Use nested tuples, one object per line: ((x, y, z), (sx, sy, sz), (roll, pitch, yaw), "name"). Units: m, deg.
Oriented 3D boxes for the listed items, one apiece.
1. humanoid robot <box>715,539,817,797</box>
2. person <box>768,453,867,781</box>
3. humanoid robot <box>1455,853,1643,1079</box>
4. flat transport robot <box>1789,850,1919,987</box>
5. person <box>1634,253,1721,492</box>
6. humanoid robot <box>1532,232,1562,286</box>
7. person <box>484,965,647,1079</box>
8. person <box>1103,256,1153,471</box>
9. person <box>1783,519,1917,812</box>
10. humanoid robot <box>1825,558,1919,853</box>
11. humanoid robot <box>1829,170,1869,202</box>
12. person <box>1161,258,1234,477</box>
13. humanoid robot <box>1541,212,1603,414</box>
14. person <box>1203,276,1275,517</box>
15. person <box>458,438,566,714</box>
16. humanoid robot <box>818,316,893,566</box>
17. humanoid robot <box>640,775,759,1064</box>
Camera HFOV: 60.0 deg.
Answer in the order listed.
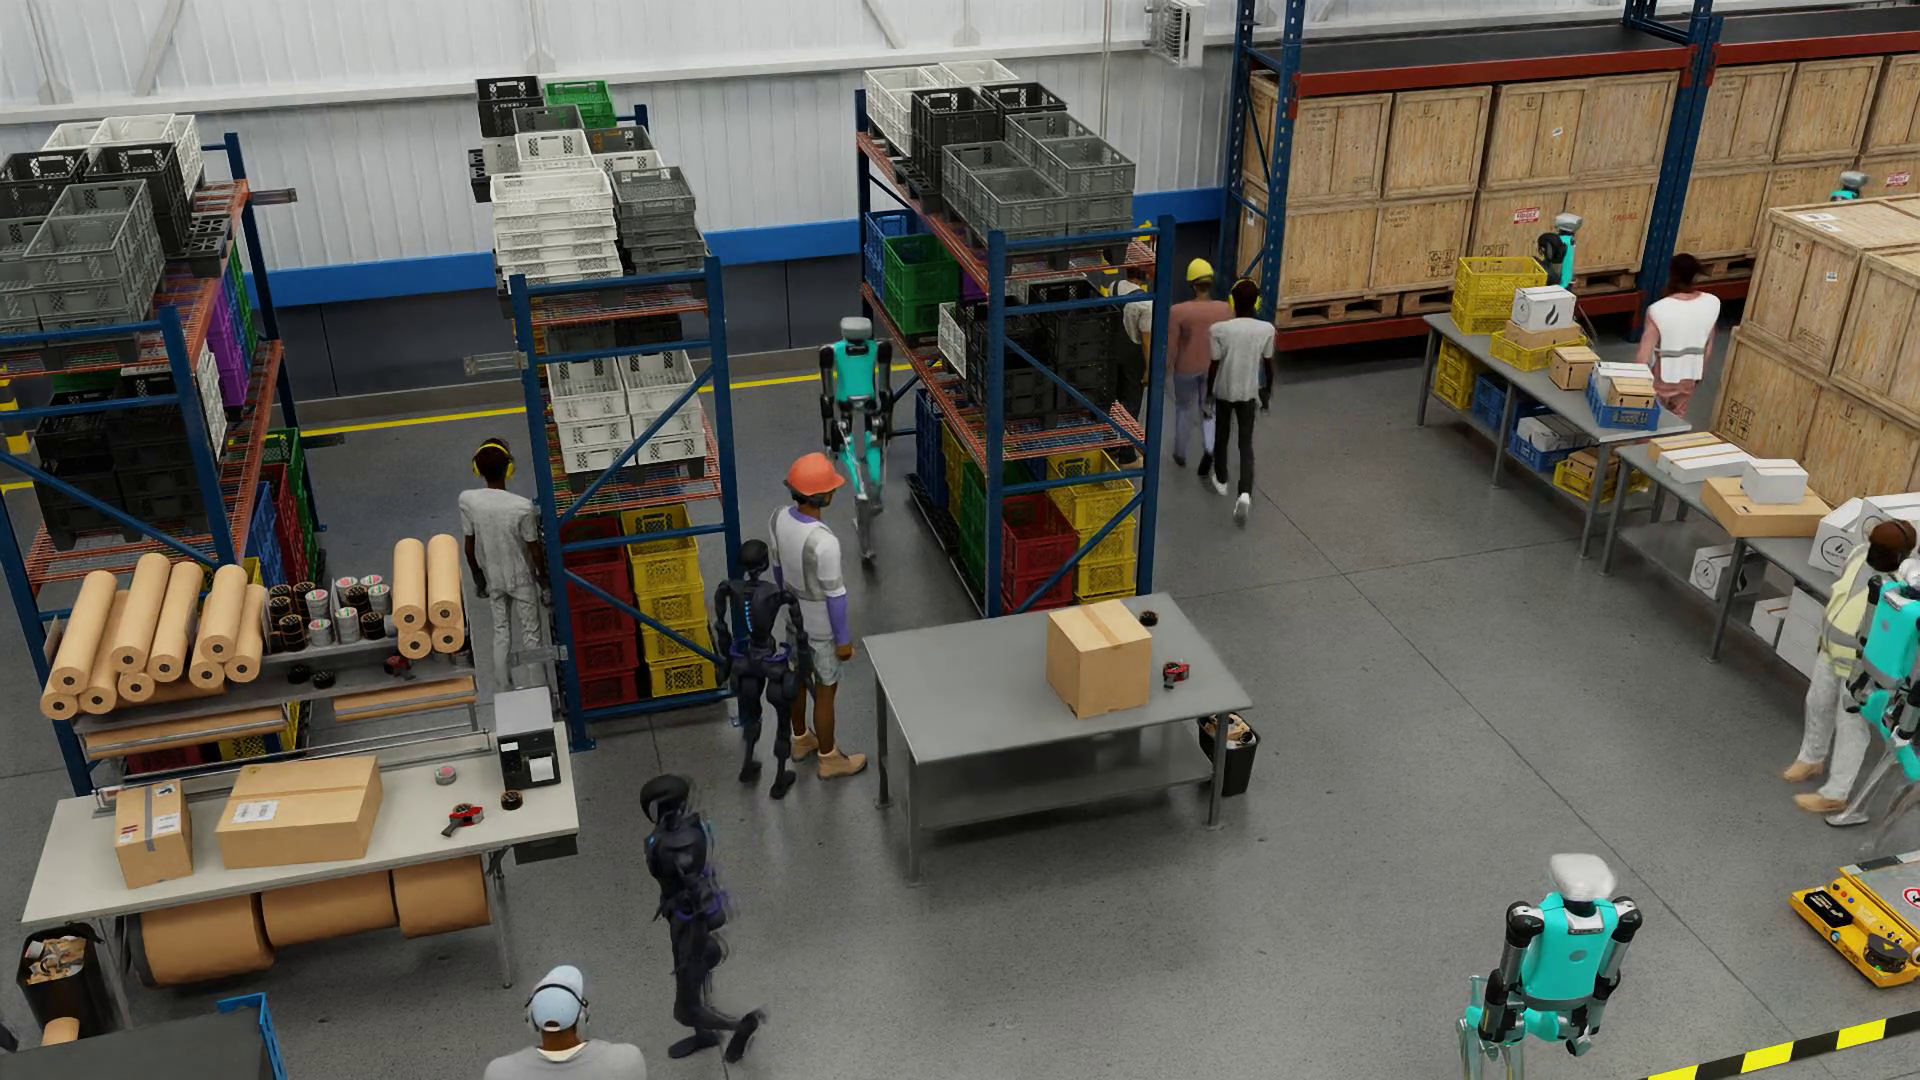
((-1.093, 0.724, 9.372), (0.588, 1.647, 0.341), (8, 30, 14), "humanoid robot")
((-0.818, 0.437, 9.525), (0.383, 2.045, 0.604), (-21, 35, -33), "person")
((2.397, 1.892, 7.059), (0.533, 1.674, 0.735), (-2, 29, -4), "humanoid robot")
((5.163, 1.916, 8.676), (1.431, 0.231, 0.659), (-8, 30, -14), "flat transport robot")
((5.428, -1.250, 12.743), (0.613, 1.898, 0.436), (-6, 29, -11), "person")
((4.831, -1.795, 13.963), (0.600, 1.649, 0.335), (-21, 35, -33), "humanoid robot")
((-1.418, 2.344, 6.252), (0.588, 1.853, 0.393), (-4, 29, -7), "person")
((1.340, -1.423, 13.129), (0.343, 1.839, 0.499), (-18, 34, -30), "person")
((5.010, 0.685, 9.302), (0.430, 1.831, 0.634), (-2, 29, -4), "person")
((5.143, 0.905, 9.013), (0.660, 1.822, 0.539), (-4, 29, -8), "humanoid robot")
((8.136, -2.355, 14.990), (0.880, 1.849, 0.565), (22, 36, 34), "humanoid robot")
((1.869, -1.320, 13.040), (0.569, 1.734, 0.589), (-1, 29, -2), "person")
((5.168, -1.856, 13.967), (0.697, 1.745, 0.544), (12, 31, 21), "humanoid robot")
((2.096, -1.077, 12.494), (0.520, 1.840, 0.839), (0, 29, 1), "person")
((-2.702, 0.243, 10.052), (0.528, 1.876, 0.321), (6, 29, 11), "person")
((-0.669, -0.637, 11.849), (0.532, 1.780, 1.019), (-8, 30, -13), "humanoid robot")
((-1.219, 1.721, 7.564), (0.376, 1.642, 0.612), (-13, 31, -22), "humanoid robot")
